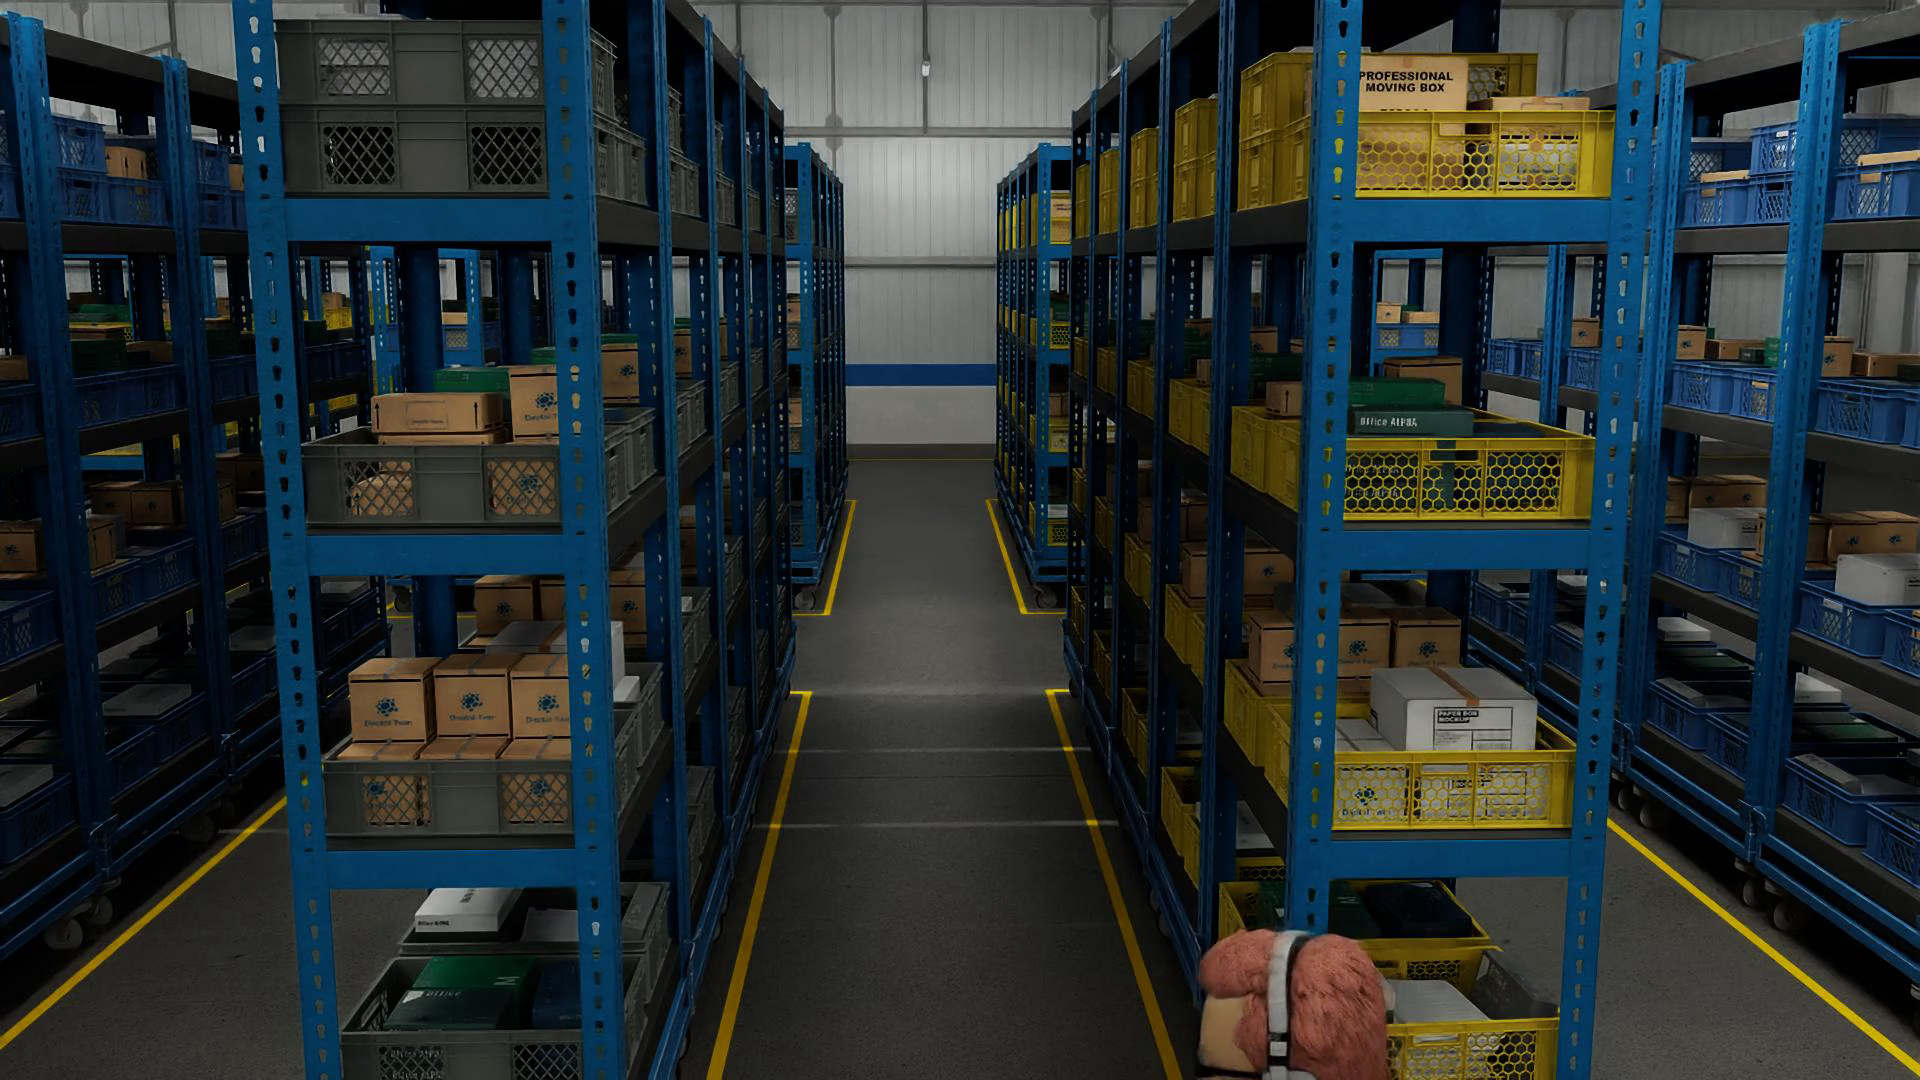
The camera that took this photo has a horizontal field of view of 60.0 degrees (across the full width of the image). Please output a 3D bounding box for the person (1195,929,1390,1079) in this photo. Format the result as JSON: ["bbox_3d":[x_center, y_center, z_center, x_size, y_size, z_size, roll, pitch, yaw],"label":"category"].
[{"bbox_3d":[0.418,1.404,2.105,0.403,1.900,0.652,1,9,4],"label":"person"}]
